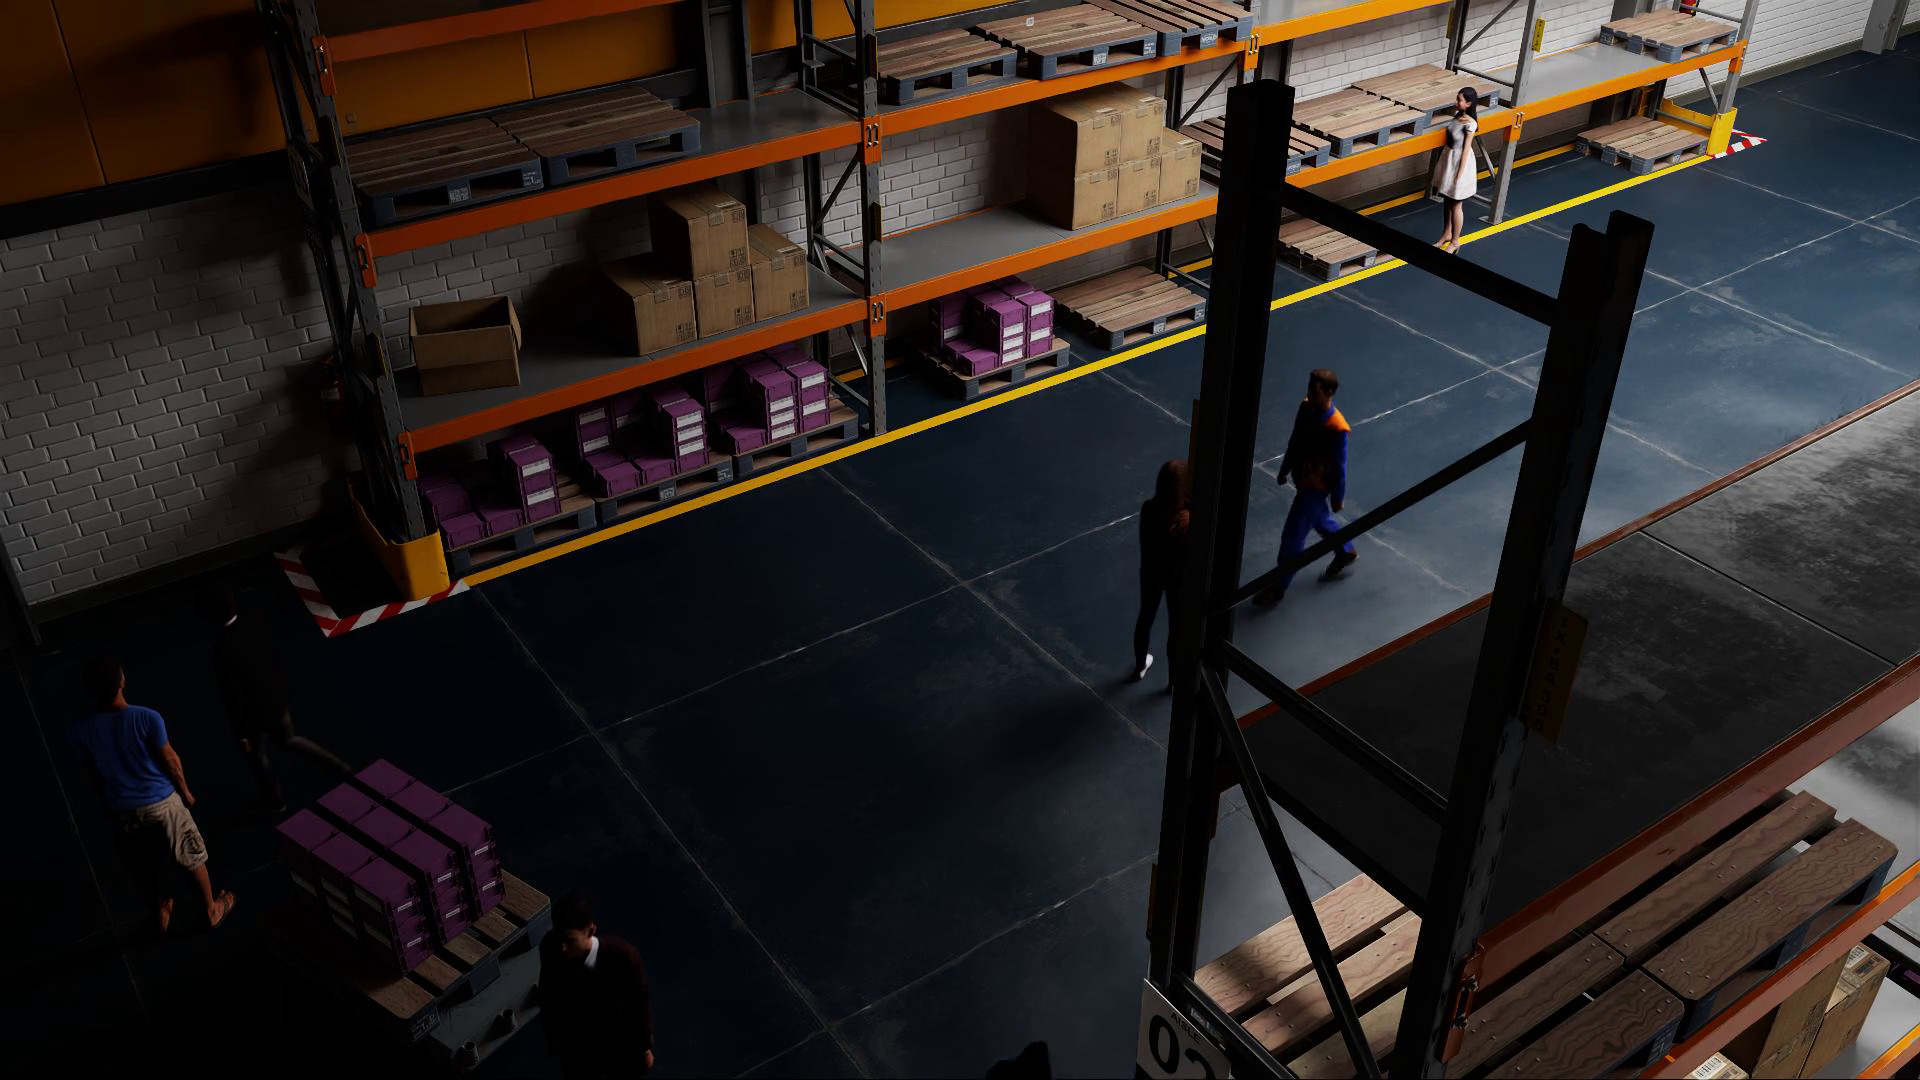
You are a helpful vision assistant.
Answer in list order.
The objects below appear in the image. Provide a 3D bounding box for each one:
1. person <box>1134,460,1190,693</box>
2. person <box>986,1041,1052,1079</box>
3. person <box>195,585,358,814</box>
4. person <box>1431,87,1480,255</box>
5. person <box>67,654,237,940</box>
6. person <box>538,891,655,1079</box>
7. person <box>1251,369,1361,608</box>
[{"bbox_3d":[1.369,0.237,11.052,0.659,1.722,0.627,22,40,30],"label":"person"},{"bbox_3d":[0.335,2.733,7.284,0.813,1.734,0.735,-28,42,-35],"label":"person"},{"bbox_3d":[-4.055,0.992,9.873,1.195,1.769,1.108,5,34,7],"label":"person"},{"bbox_3d":[5.083,-3.775,17.045,0.799,1.769,0.775,-3,34,-4],"label":"person"},{"bbox_3d":[-4.485,1.425,9.138,0.639,1.862,0.787,-6,34,-9],"label":"person"},{"bbox_3d":[-1.684,2.333,7.770,0.767,1.864,0.823,6,34,9],"label":"person"},{"bbox_3d":[2.613,-0.410,11.932,1.291,1.825,0.877,-14,36,-20],"label":"person"}]
